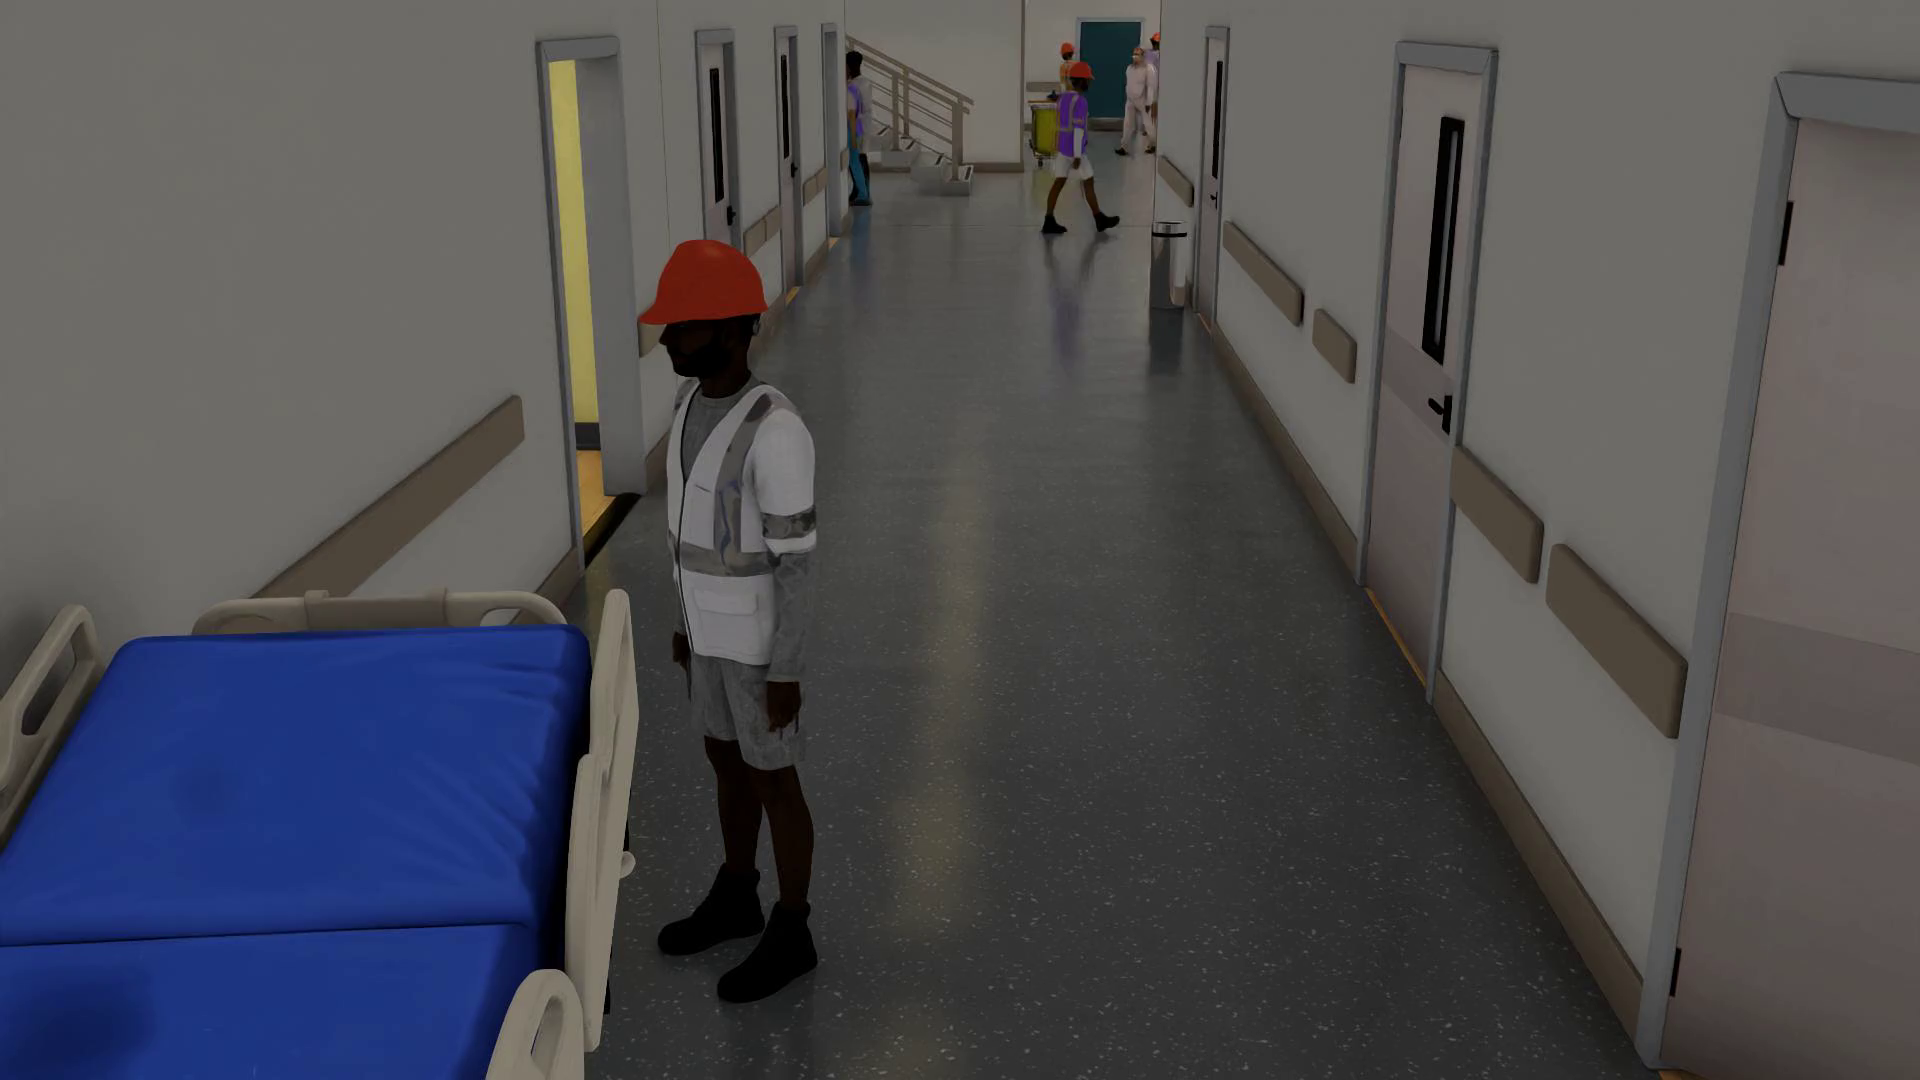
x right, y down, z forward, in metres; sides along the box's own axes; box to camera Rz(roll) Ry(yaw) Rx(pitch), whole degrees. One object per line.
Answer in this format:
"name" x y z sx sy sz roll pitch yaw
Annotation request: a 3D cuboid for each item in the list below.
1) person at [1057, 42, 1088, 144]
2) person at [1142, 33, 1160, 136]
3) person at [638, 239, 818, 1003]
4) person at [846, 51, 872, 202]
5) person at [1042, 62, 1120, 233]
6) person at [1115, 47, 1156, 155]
"person" 2.047 -8.335 31.134 0.546 1.906 0.848 -13 22 -36
"person" 3.955 -9.232 33.737 0.407 2.029 0.612 -11 21 -31
"person" -0.573 0.224 4.159 0.375 1.939 0.546 -12 22 -34
"person" -1.356 -5.441 21.944 0.371 1.955 0.617 8 19 22
"person" 1.369 -4.442 18.882 0.971 1.885 0.569 -8 19 -23
"person" 3.165 -7.739 29.340 0.655 1.857 1.053 15 23 39
